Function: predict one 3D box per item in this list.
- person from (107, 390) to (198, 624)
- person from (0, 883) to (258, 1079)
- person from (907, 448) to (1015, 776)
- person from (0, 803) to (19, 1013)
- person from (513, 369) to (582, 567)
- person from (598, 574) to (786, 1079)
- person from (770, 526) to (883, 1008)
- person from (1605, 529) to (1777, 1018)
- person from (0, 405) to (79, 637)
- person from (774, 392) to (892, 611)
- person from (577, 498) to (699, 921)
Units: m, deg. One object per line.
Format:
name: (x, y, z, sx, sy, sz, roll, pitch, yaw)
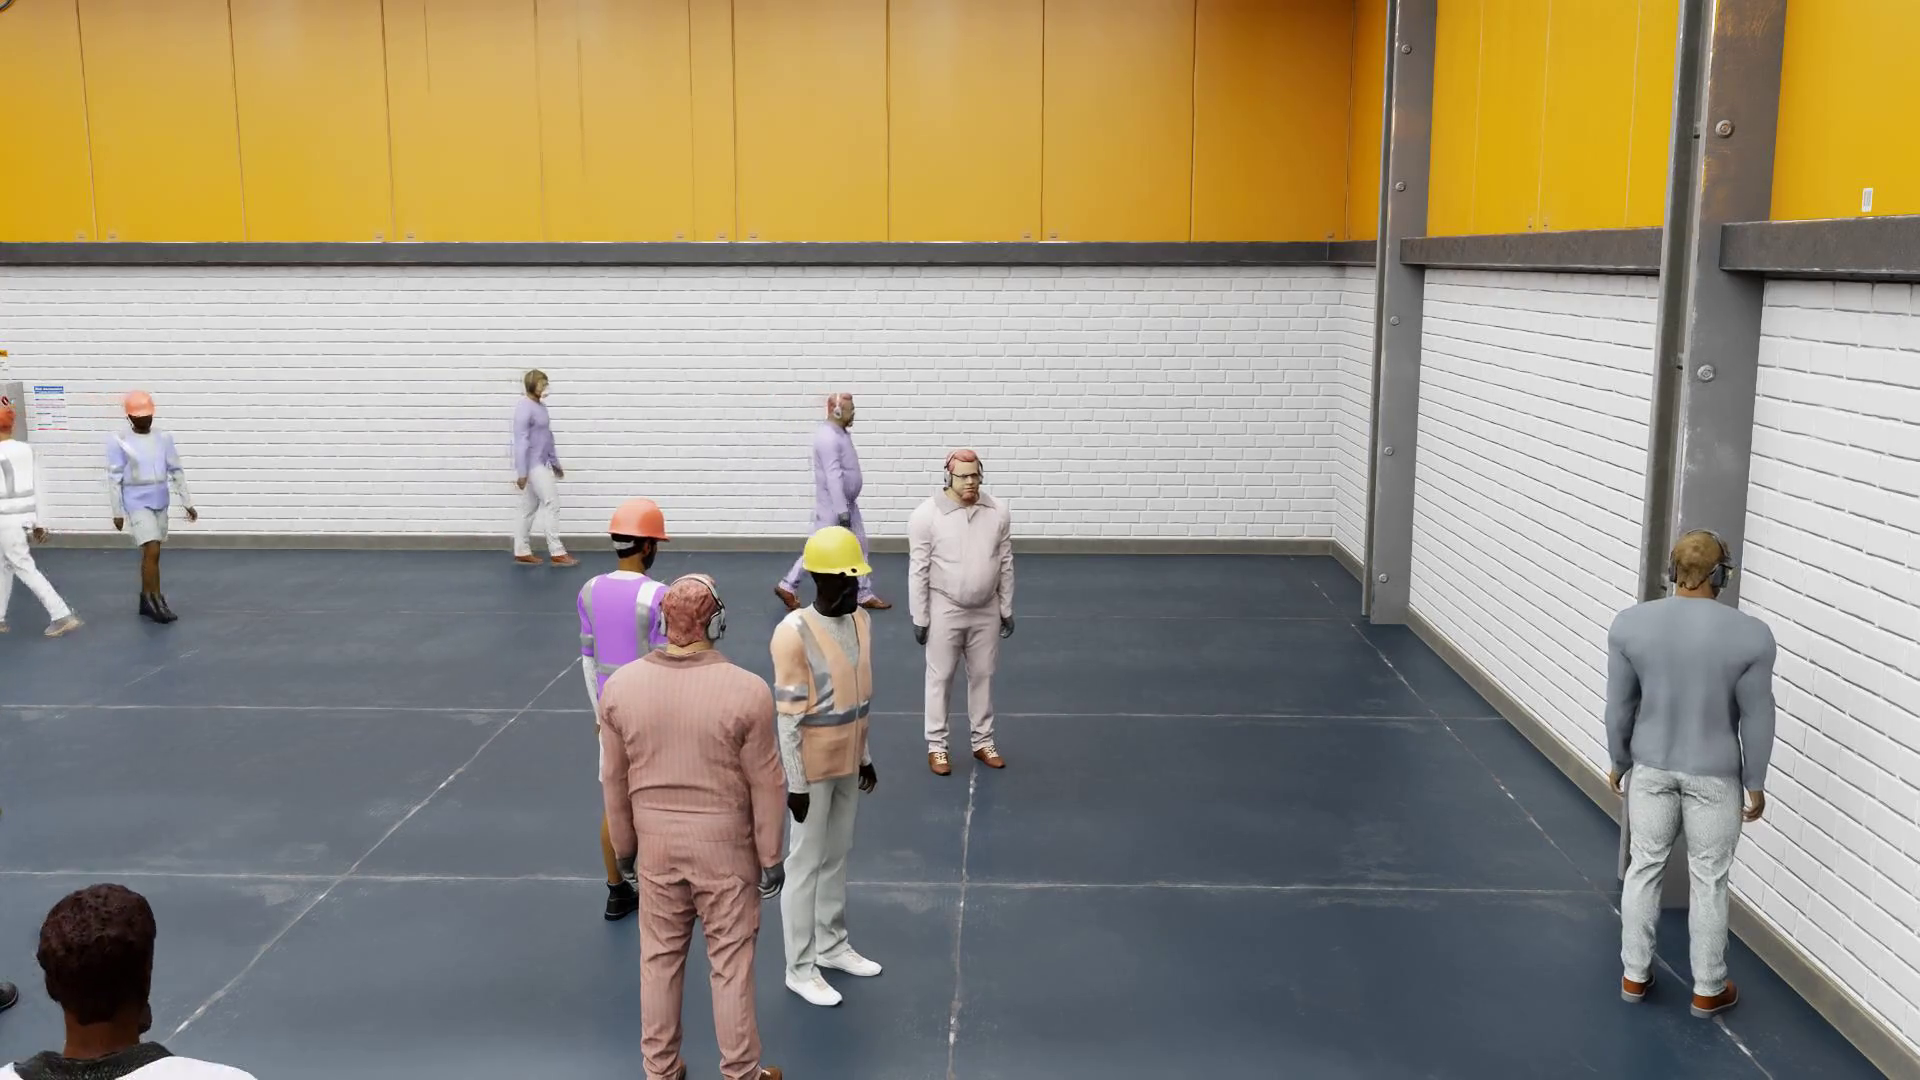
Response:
person: (-6.582, -0.277, 13.634, 0.777, 1.903, 0.578, 5, 11, 27)
person: (-1.549, 1.562, 3.023, 0.600, 1.871, 1.004, -1, 10, -8)
person: (0.023, 0.414, 9.643, 0.647, 1.903, 0.401, -4, 11, -23)
person: (-4.012, 0.941, 6.443, 0.551, 1.932, 0.378, -2, 10, -11)
person: (-3.971, -0.687, 16.026, 0.822, 1.909, 0.648, -1, 10, -3)
person: (-0.910, 1.060, 5.830, 0.651, 1.905, 0.409, 2, 10, 12)
person: (-0.521, 0.892, 6.746, 0.383, 1.928, 0.588, 6, 11, 30)
person: (2.869, 0.917, 6.584, 0.627, 1.934, 0.370, 7, 12, 36)
person: (-7.421, -0.141, 13.069, 0.967, 1.843, 0.591, 1, 10, 5)
person: (-1.097, -0.315, 14.004, 0.921, 1.871, 0.639, 2, 10, 10)
person: (-1.424, 0.773, 7.436, 0.543, 1.932, 0.365, 5, 11, 28)
